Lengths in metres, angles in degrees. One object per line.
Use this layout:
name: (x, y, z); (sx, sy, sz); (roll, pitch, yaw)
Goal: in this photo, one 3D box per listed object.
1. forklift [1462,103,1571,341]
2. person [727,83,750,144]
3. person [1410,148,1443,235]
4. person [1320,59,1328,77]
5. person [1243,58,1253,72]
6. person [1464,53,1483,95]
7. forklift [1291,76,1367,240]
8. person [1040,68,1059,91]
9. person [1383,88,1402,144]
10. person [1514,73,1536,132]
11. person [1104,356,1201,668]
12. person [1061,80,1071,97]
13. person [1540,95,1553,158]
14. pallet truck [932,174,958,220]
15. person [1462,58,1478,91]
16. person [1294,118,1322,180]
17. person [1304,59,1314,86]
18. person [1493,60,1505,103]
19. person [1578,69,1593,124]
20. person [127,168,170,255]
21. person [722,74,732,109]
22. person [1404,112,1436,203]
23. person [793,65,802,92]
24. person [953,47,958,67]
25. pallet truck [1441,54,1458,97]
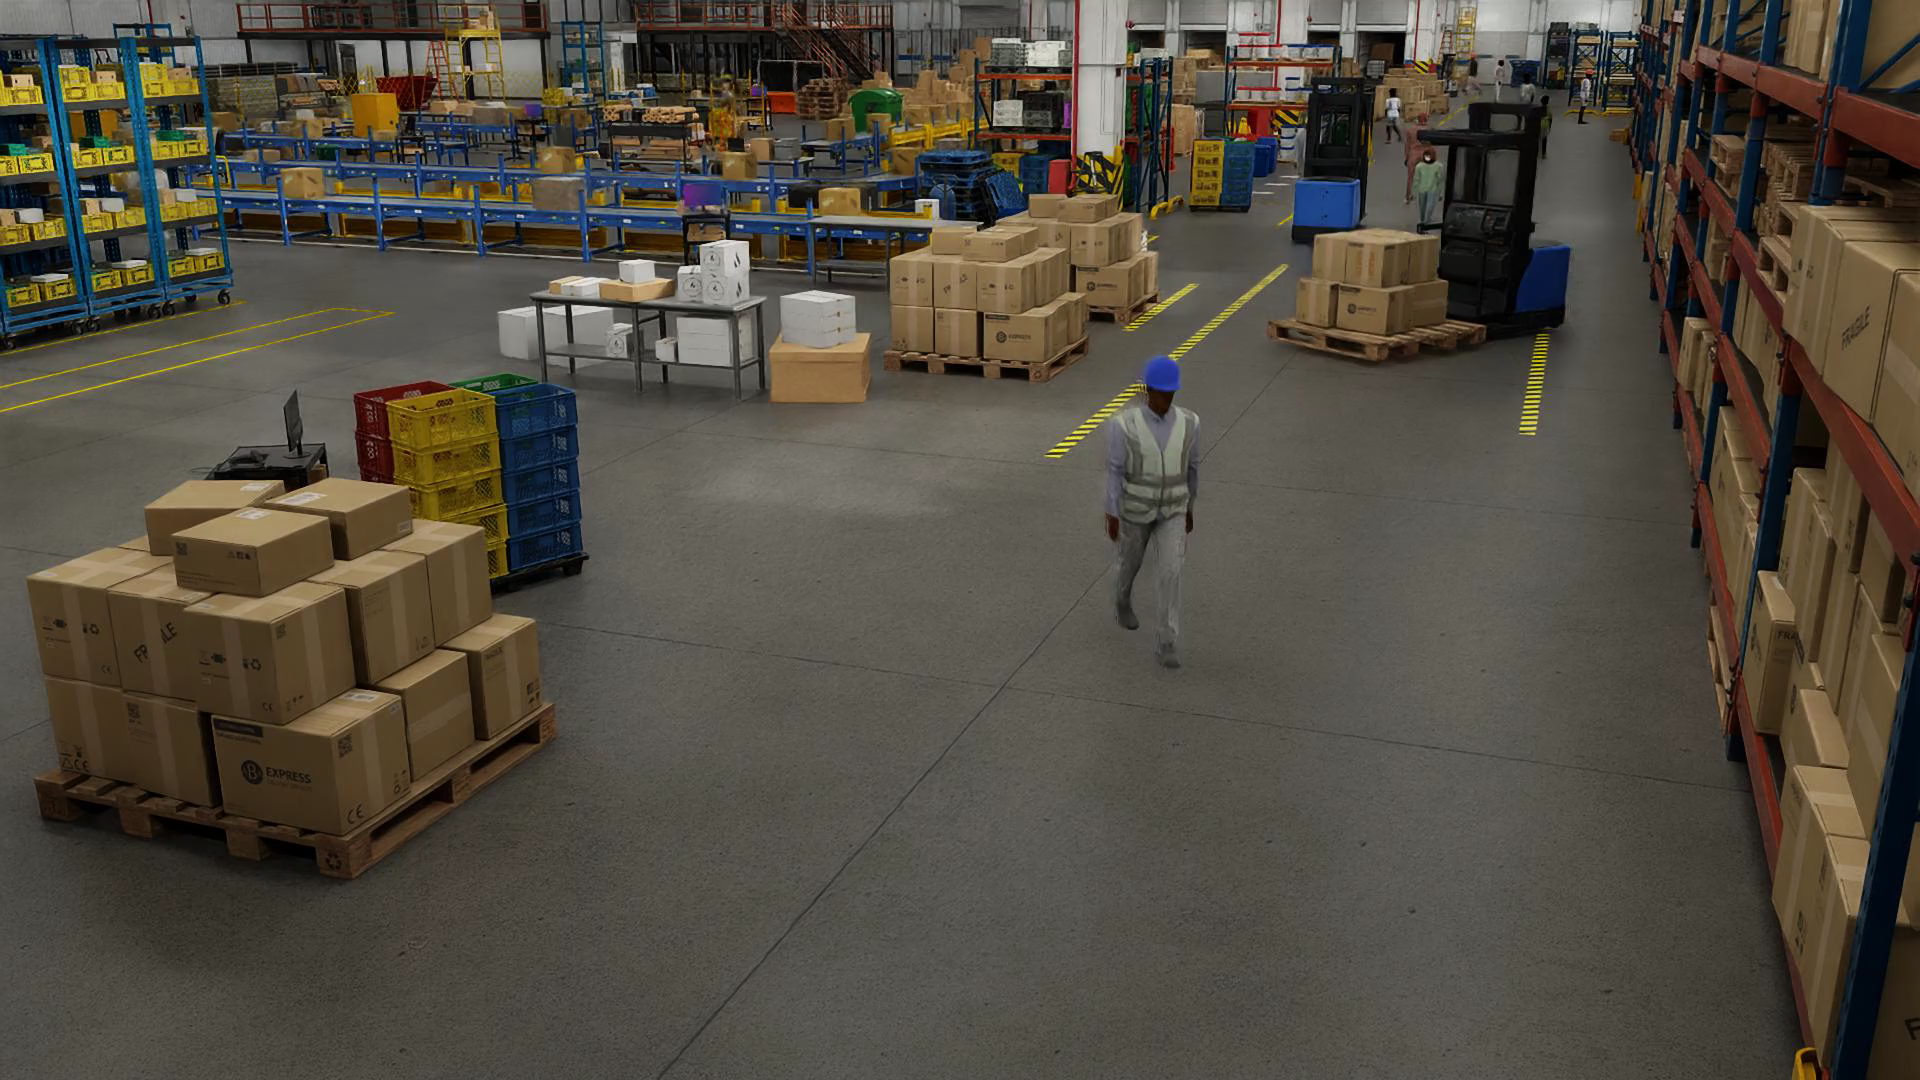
forklift: (6.712, -4.020, 20.786); (1.873, 2.768, 1.129); (-12, 21, -34)
person: (-6.722, -12.881, 50.327); (0.913, 1.830, 0.554); (1, 18, 3)
person: (8.259, -6.135, 29.516); (0.521, 1.595, 0.814); (10, 20, 30)
person: (18.434, -23.465, 83.856); (0.847, 1.649, 0.557); (10, 20, 29)
person: (13.660, -21.859, 78.399); (0.807, 1.909, 0.658); (-4, 18, -12)
person: (24.854, -22.482, 80.287); (0.850, 1.966, 0.619); (-6, 18, -17)
forklift: (6.598, -6.755, 29.381); (1.129, 2.768, 1.873); (6, 19, 19)
person: (3.236, -16.002, 59.799); (0.702, 2.000, 0.634); (-2, 18, -5)
person: (13.223, -12.923, 50.719); (0.532, 1.677, 0.481); (-9, 20, -25)
person: (18.970, -14.644, 55.672); (0.401, 1.949, 0.660); (-9, 20, -27)
person: (1.195, -0.235, 10.462); (0.616, 1.914, 0.953); (-3, 18, -8)
person: (4.969, -21.782, 78.177); (0.717, 1.911, 0.600); (-6, 19, -19)
person: (16.050, -11.386, 45.848); (0.538, 1.698, 0.319); (13, 22, 35)
pallet truck: (-0.507, -5.292, 27.348); (0.653, 1.274, 1.630); (6, 19, 19)
person: (25.967, -23.645, 84.340); (0.534, 1.722, 0.912); (-16, 24, -42)
person: (7.401, -8.087, 35.294); (0.620, 1.809, 0.732); (6, 19, 20)
person: (18.014, -24.279, 86.044); (0.593, 1.903, 0.865); (-4, 18, -13)
person: (23.962, -20.393, 73.919); (0.430, 1.845, 0.621); (3, 18, 9)
person: (22.495, -15.931, 59.767); (0.387, 1.929, 0.539); (3, 18, 8)
person: (-12.491, -5.075, 25.728); (0.822, 1.883, 0.650); (14, 23, 38)
person: (-8.419, -16.072, 60.546); (0.522, 1.718, 0.954); (-11, 21, -31)
person: (9.687, -8.051, 35.059); (0.641, 1.899, 0.394); (4, 18, 13)
person: (-6.384, -17.894, 66.054); (0.876, 1.861, 0.589); (8, 20, 25)
person: (-0.297, -27.478, 96.027); (0.374, 1.933, 0.550); (-16, 23, -40)
pallet truck: (22.765, -21.886, 78.355); (0.823, 1.965, 1.885); (-4, 18, -14)
